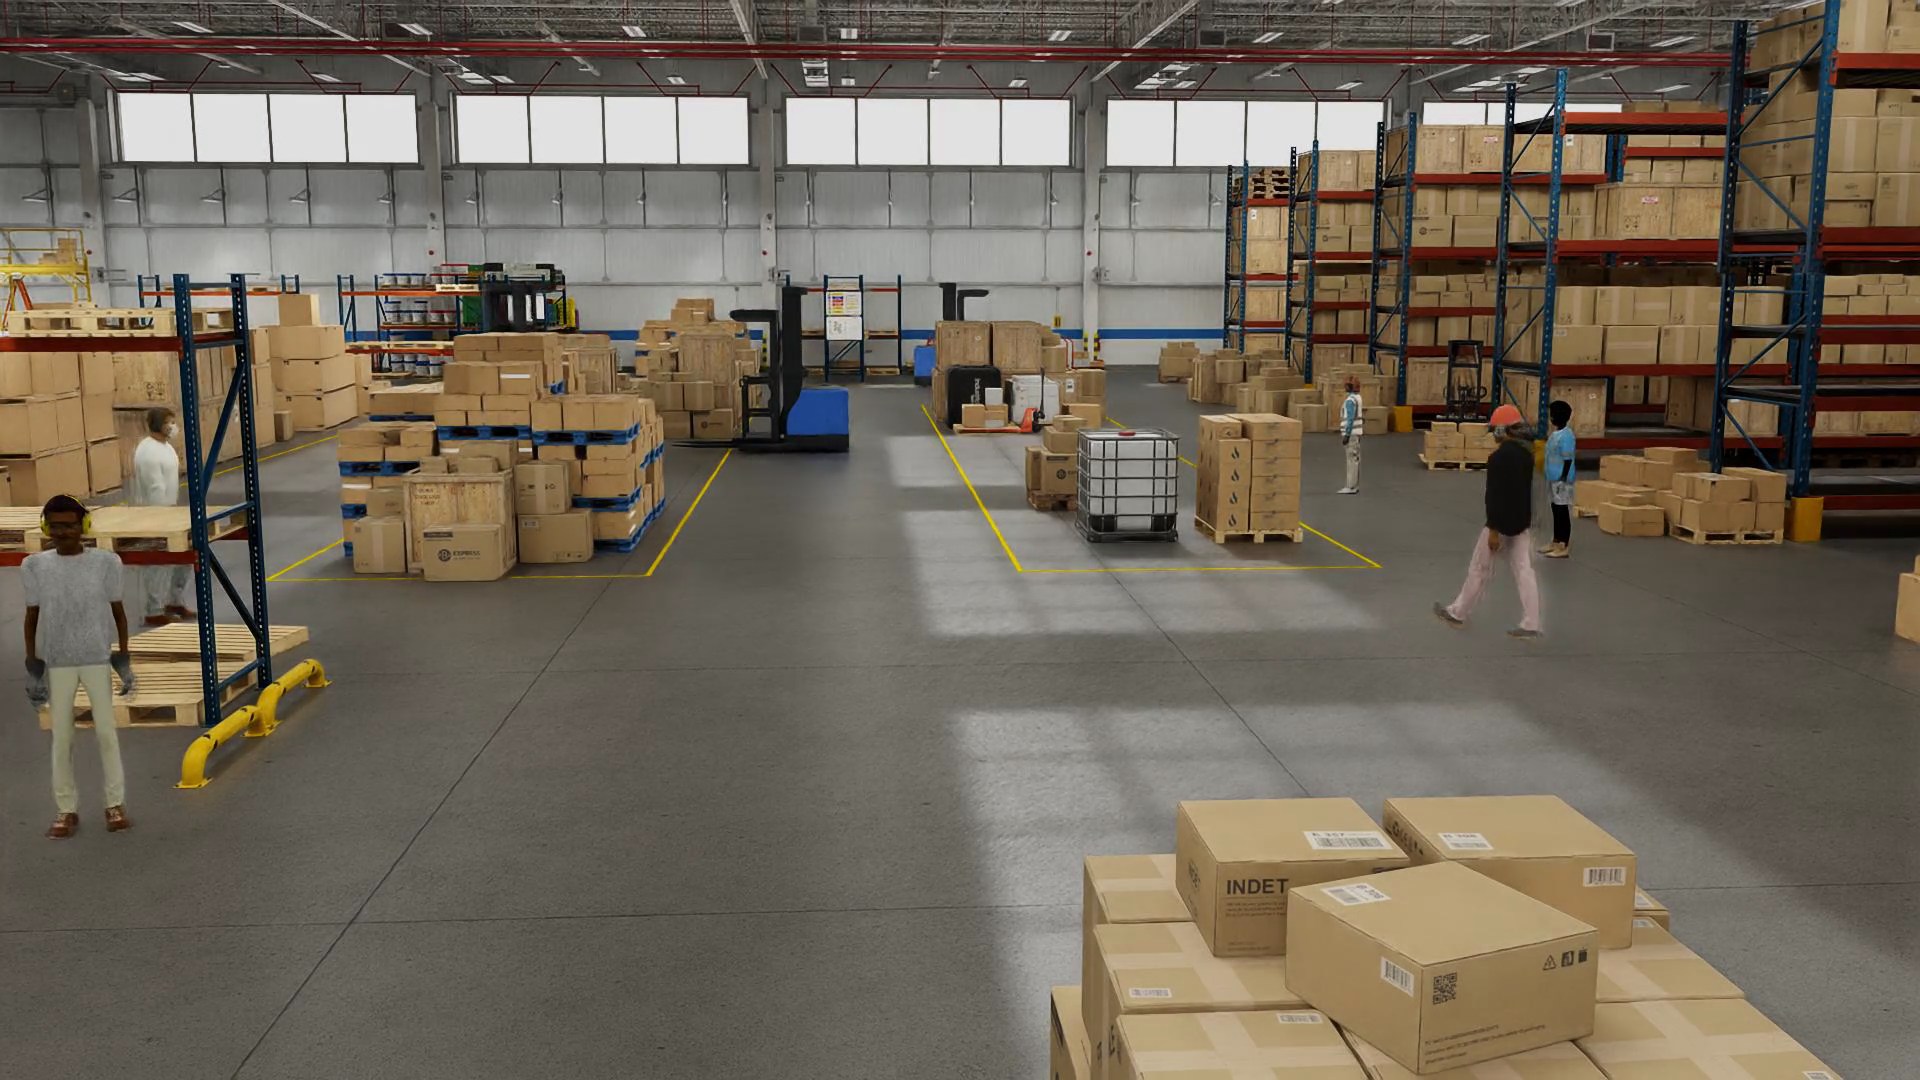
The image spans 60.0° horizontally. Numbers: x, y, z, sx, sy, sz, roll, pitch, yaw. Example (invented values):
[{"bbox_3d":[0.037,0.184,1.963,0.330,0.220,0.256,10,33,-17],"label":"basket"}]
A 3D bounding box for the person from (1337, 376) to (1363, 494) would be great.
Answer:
[{"bbox_3d":[5.423,-1.454,23.039,0.309,1.641,0.514,4,10,24],"label":"person"}]

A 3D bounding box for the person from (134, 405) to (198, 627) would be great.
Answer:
[{"bbox_3d":[-6.794,-0.190,14.257,0.577,1.920,0.639,-1,9,-8],"label":"person"}]

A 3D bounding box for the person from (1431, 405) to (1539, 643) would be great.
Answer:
[{"bbox_3d":[4.483,-0.151,13.899,0.659,1.940,1.011,-7,11,-35],"label":"person"}]

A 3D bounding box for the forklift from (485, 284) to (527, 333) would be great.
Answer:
[{"bbox_3d":[-10.012,-4.269,36.839,1.129,2.768,1.873,5,10,30],"label":"forklift"}]

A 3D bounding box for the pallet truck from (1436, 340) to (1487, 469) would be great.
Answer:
[{"bbox_3d":[8.004,-2.170,26.422,0.823,1.965,1.885,2,9,14],"label":"pallet truck"}]

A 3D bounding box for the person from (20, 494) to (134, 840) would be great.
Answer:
[{"bbox_3d":[-4.755,0.674,8.968,0.532,1.868,0.310,-3,10,-21],"label":"person"}]

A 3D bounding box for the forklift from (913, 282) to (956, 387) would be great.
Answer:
[{"bbox_3d":[-0.311,-5.566,44.978,1.873,2.768,1.129,-1,9,-4],"label":"forklift"}]

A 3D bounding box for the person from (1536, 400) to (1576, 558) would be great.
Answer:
[{"bbox_3d":[6.420,-0.650,17.830,0.320,1.692,0.531,1,9,6],"label":"person"}]

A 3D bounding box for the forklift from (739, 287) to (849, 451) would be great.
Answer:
[{"bbox_3d":[-2.857,-2.959,28.607,1.873,2.768,1.129,-1,9,-4],"label":"forklift"}]
